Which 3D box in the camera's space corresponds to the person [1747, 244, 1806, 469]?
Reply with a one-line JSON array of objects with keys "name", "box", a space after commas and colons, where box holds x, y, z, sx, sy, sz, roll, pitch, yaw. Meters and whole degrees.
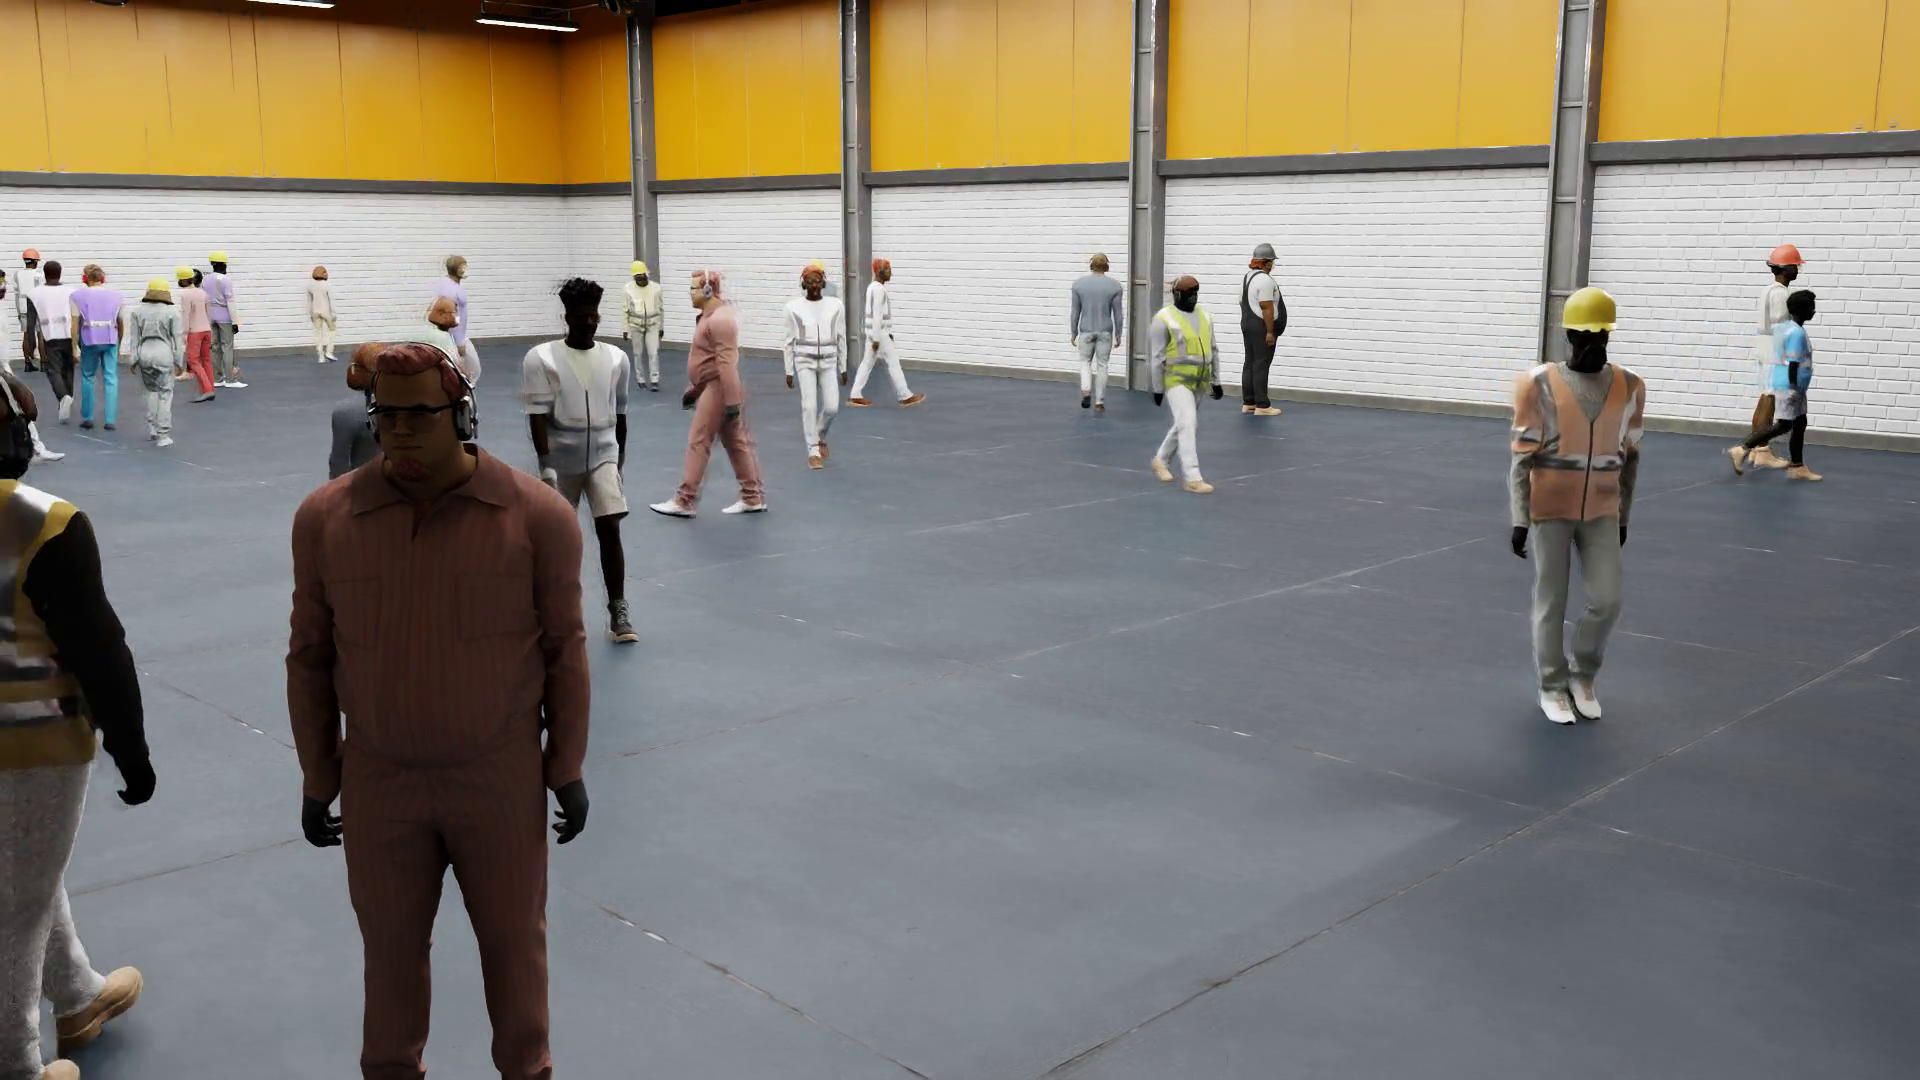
[{"name": "person", "box": [7.507, -1.679, 15.277, 0.356, 2.047, 0.615, 3, 11, 16]}]

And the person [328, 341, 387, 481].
[{"name": "person", "box": [-2.879, -0.204, 8.447, 0.799, 1.604, 0.495, 6, 12, 32]}]

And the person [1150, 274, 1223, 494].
[{"name": "person", "box": [1.872, -1.335, 14.051, 0.617, 1.815, 0.895, -7, 13, -35]}]

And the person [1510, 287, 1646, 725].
[{"name": "person", "box": [2.665, -0.131, 7.205, 0.599, 1.908, 0.438, 0, 10, 2]}]

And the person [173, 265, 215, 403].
[{"name": "person", "box": [-9.783, -2.649, 21.402, 0.423, 1.754, 0.677, 1, 10, 8]}]

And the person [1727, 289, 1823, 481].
[{"name": "person", "box": [7.137, -1.337, 14.446, 0.721, 1.677, 0.538, 5, 11, 24]}]

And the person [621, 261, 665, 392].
[{"name": "person", "box": [-4.315, -2.908, 22.694, 0.614, 1.781, 0.830, -3, 11, -16]}]

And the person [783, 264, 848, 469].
[{"name": "person", "box": [-1.329, -1.589, 15.279, 0.596, 1.866, 0.460, -3, 11, -14]}]

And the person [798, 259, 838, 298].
[{"name": "person", "box": [-2.000, -3.077, 23.567, 0.596, 1.809, 0.818, -3, 11, -15]}]

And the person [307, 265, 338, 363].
[{"name": "person", "box": [-10.700, -3.800, 27.987, 0.522, 1.618, 0.425, 2, 11, 11]}]

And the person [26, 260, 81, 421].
[{"name": "person", "box": [-10.371, -2.290, 19.152, 0.616, 1.864, 0.956, -8, 13, -37]}]

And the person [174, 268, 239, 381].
[{"name": "person", "box": [-11.124, -3.170, 24.481, 0.884, 1.653, 0.533, -8, 13, -36]}]

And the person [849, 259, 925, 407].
[{"name": "person", "box": [-0.949, -2.560, 20.683, 0.951, 1.840, 0.587, -3, 11, -16]}]

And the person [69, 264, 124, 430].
[{"name": "person", "box": [-9.539, -2.128, 18.383, 0.589, 1.805, 0.805, -9, 14, -40]}]

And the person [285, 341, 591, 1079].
[{"name": "person", "box": [-1.153, 0.515, 3.704, 0.650, 1.906, 0.401, -1, 10, -7]}]

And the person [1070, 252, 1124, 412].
[{"name": "person", "box": [1.664, -2.510, 20.145, 0.649, 1.924, 0.436, 2, 11, 10]}]

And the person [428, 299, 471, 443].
[{"name": "person", "box": [-4.459, -1.298, 14.449, 0.862, 1.586, 0.535, -2, 11, -9]}]

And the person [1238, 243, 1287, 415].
[{"name": "person", "box": [3.631, -2.515, 19.860, 0.536, 2.000, 0.672, -3, 11, -14]}]

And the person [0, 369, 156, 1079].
[{"name": "person", "box": [-2.257, 0.478, 4.141, 0.654, 1.816, 0.810, 3, 11, 16]}]

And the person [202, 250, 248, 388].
[{"name": "person", "box": [-10.329, -3.088, 23.286, 0.587, 1.930, 0.360, 6, 12, 29]}]

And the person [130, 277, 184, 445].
[{"name": "person", "box": [-8.203, -1.826, 17.006, 0.500, 1.706, 0.546, -1, 10, -6]}]

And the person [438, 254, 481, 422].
[{"name": "person", "box": [-5.617, -2.237, 18.676, 0.589, 1.915, 0.654, -2, 11, -10]}]

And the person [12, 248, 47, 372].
[{"name": "person", "box": [-14.478, -3.587, 26.018, 0.543, 1.930, 0.380, 0, 10, 0]}]

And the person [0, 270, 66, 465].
[{"name": "person", "box": [-8.765, -1.565, 15.253, 0.915, 1.833, 0.516, 1, 10, 6]}]

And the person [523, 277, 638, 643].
[{"name": "person", "box": [-2.057, -0.448, 8.944, 0.597, 1.922, 1.002, -6, 12, -28]}]

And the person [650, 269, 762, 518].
[{"name": "person", "box": [-1.946, -1.098, 12.612, 0.931, 1.871, 0.660, -1, 10, -8]}]
